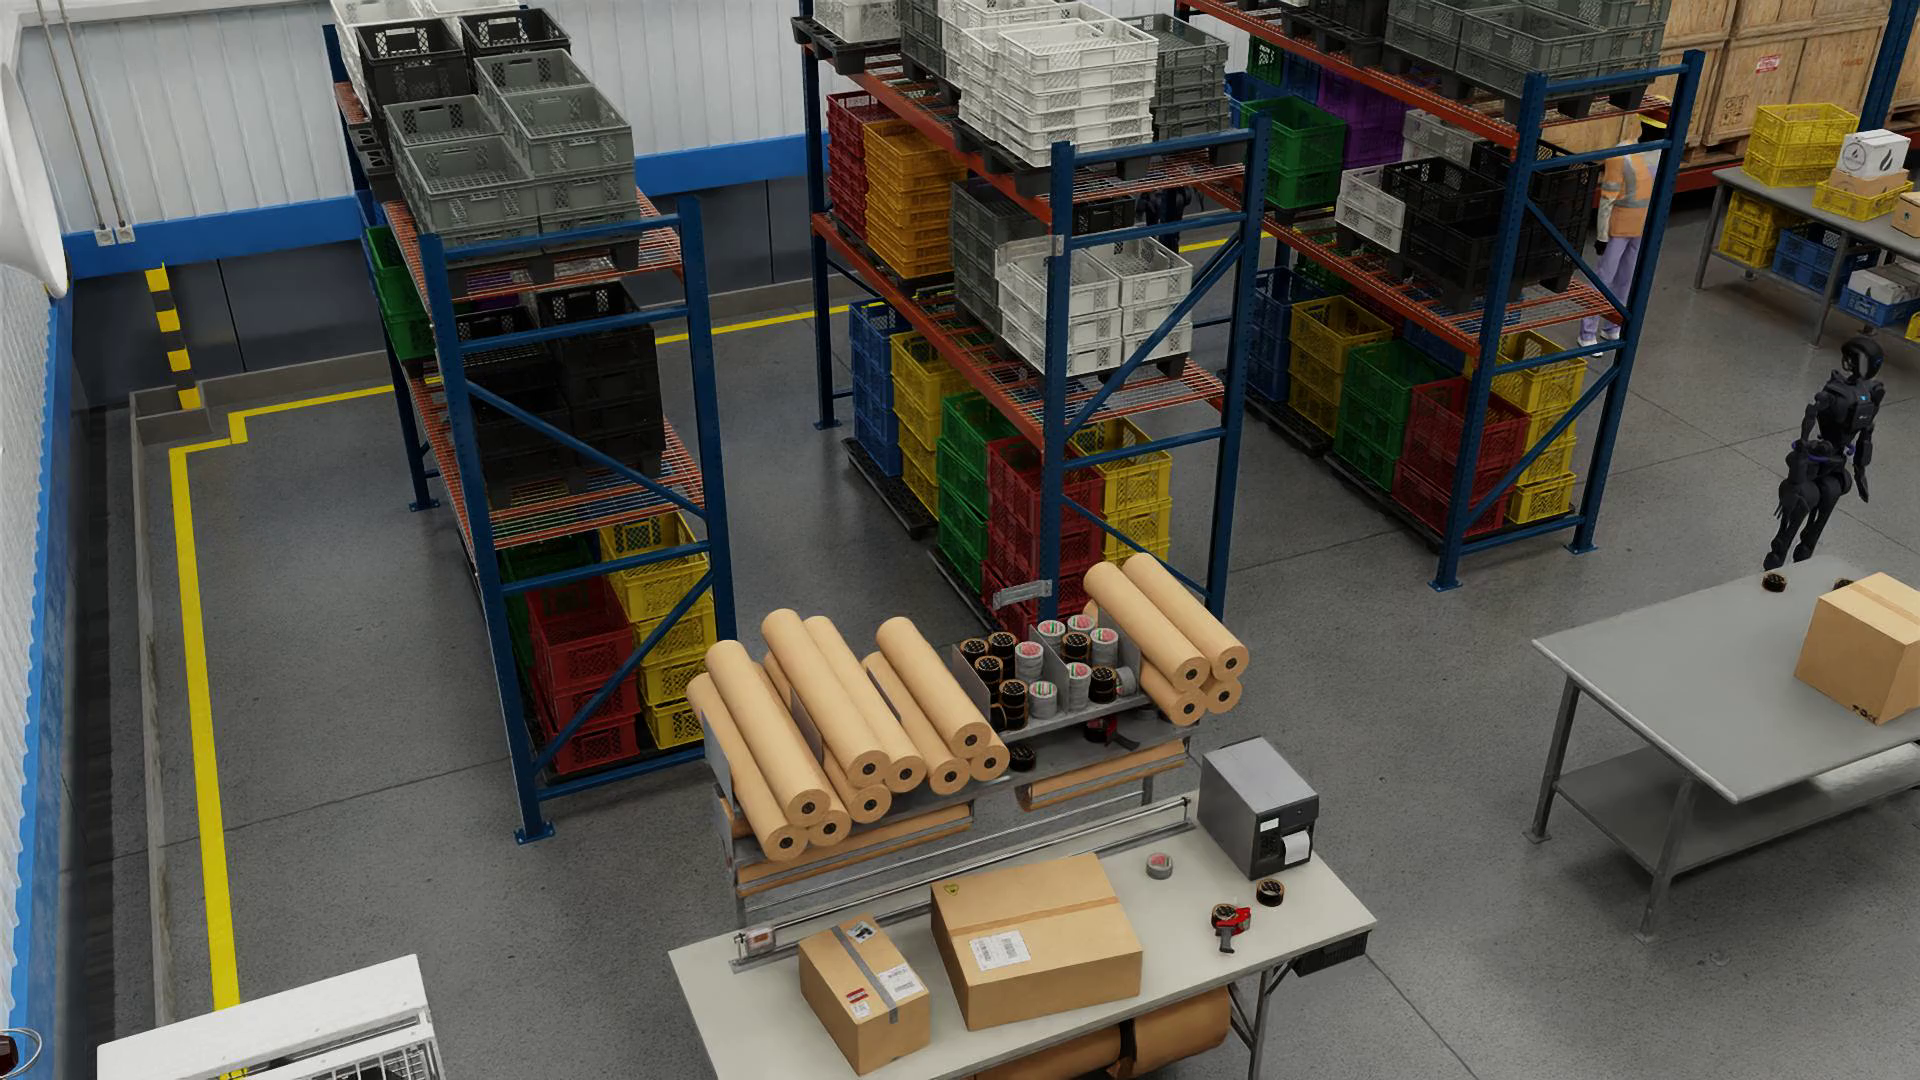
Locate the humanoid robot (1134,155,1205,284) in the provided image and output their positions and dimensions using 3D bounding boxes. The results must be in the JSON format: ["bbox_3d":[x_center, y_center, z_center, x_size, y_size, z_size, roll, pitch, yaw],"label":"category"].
[{"bbox_3d":[1.643,-2.754,13.087,0.596,1.657,0.323,-13,34,-20],"label":"humanoid robot"}]

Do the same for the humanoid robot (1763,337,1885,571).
[{"bbox_3d":[4.768,-0.348,9.179,0.596,1.657,0.323,-13,34,-20],"label":"humanoid robot"}]

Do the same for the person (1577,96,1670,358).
[{"bbox_3d":[4.870,-2.278,12.090,0.588,1.926,0.365,-13,34,-20],"label":"person"}]
